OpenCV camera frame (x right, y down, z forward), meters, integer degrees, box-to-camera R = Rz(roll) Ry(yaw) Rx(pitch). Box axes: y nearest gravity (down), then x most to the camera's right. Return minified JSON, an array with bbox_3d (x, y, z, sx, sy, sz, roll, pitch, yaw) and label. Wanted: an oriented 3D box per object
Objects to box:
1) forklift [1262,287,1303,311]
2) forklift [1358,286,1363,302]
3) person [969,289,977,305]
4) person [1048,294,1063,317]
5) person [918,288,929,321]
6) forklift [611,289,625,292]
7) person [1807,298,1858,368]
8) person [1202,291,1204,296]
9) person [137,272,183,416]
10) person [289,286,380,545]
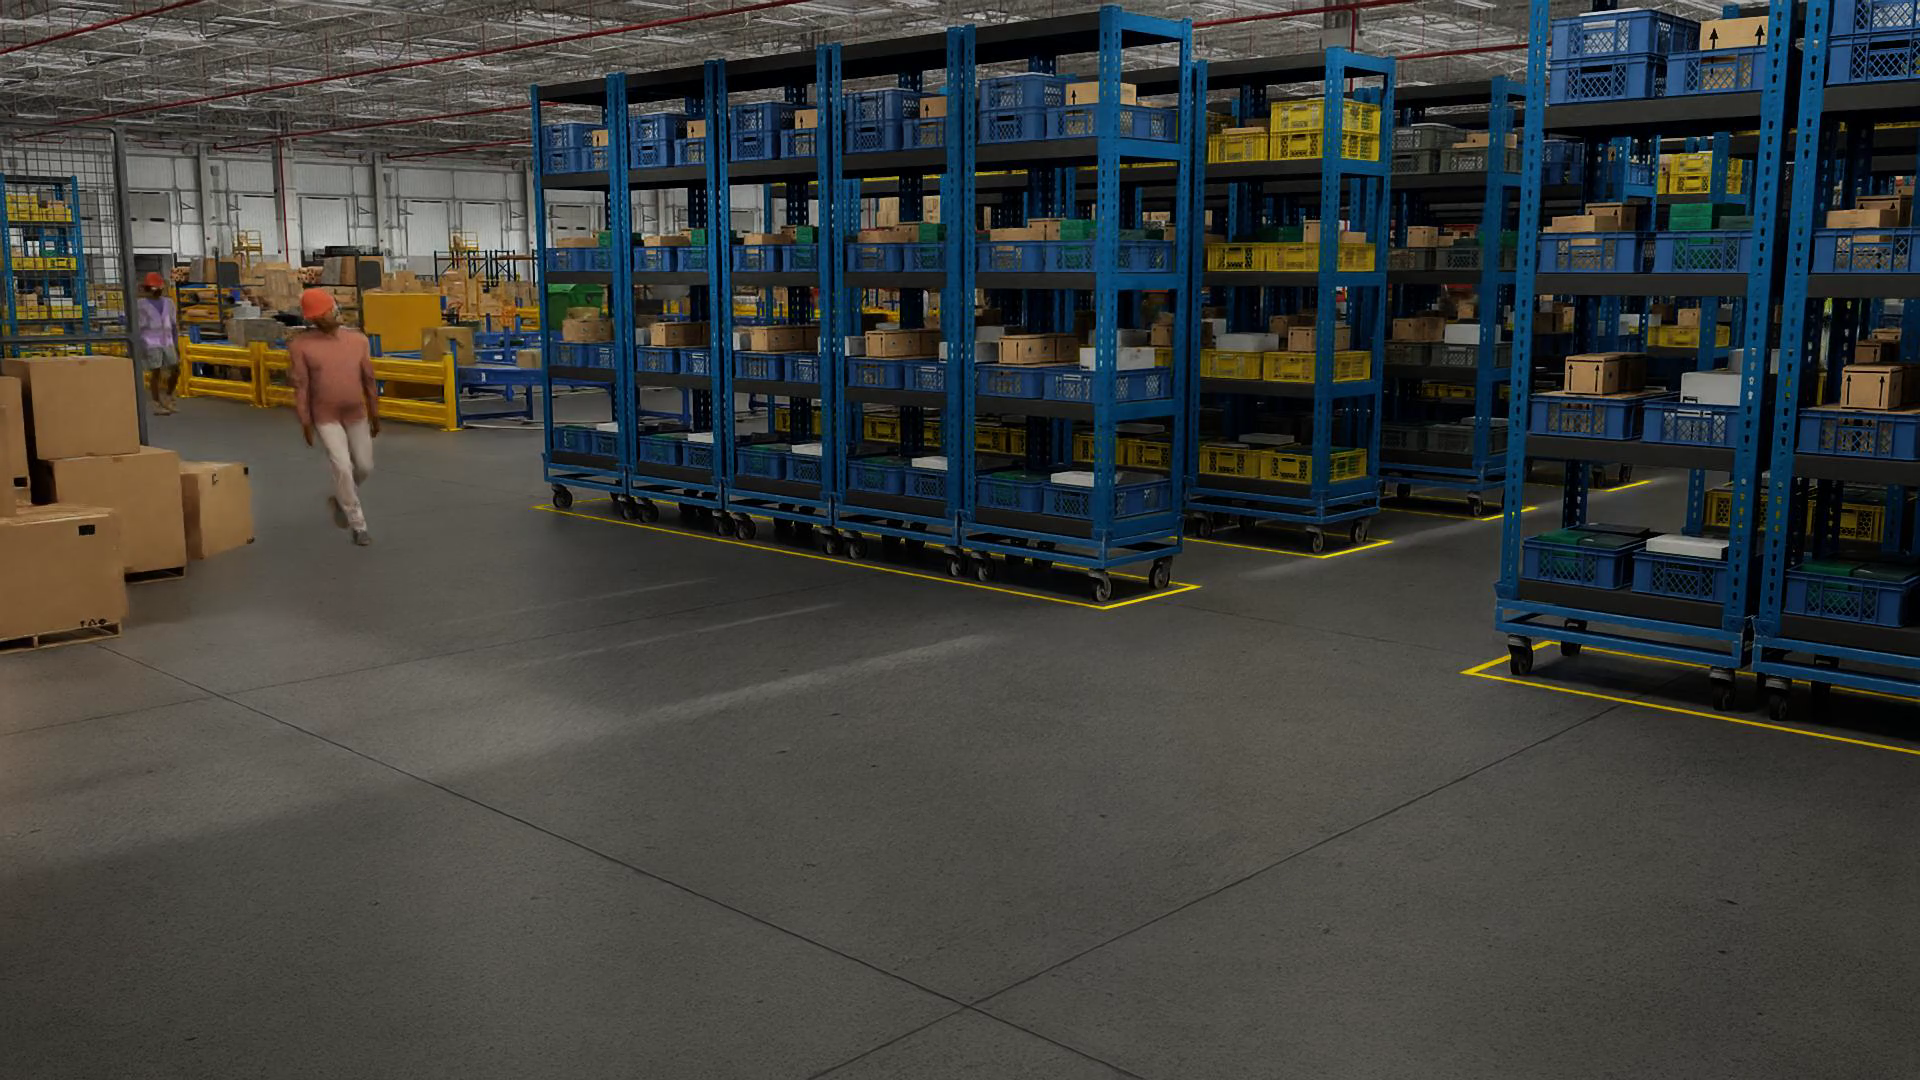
[{"bbox_3d":[10.769,-8.203,54.240,1.129,2.768,1.873,8,12,42],"label":"forklift"},{"bbox_3d":[11.100,-7.017,46.970,1.873,2.768,1.129,9,13,43],"label":"forklift"},{"bbox_3d":[0.319,-6.905,48.829,0.365,2.047,0.608,2,10,15],"label":"person"},{"bbox_3d":[1.154,-2.161,20.516,0.586,1.811,0.961,7,12,37],"label":"person"},{"bbox_3d":[-0.978,-5.634,41.747,0.403,1.819,0.598,-4,10,-21],"label":"person"},{"bbox_3d":[-17.468,-13.333,85.690,1.873,2.768,1.129,0,9,-1],"label":"forklift"},{"bbox_3d":[9.216,-1.695,17.630,0.494,1.801,0.607,-1,9,-9],"label":"person"},{"bbox_3d":[8.091,-7.914,56.234,0.879,1.636,0.628,1,9,9],"label":"person"},{"bbox_3d":[-11.266,-2.754,23.441,0.524,2.025,0.646,6,11,34],"label":"person"},{"bbox_3d":[-4.712,-0.939,12.541,0.634,1.950,0.644,-8,12,-39],"label":"person"}]
